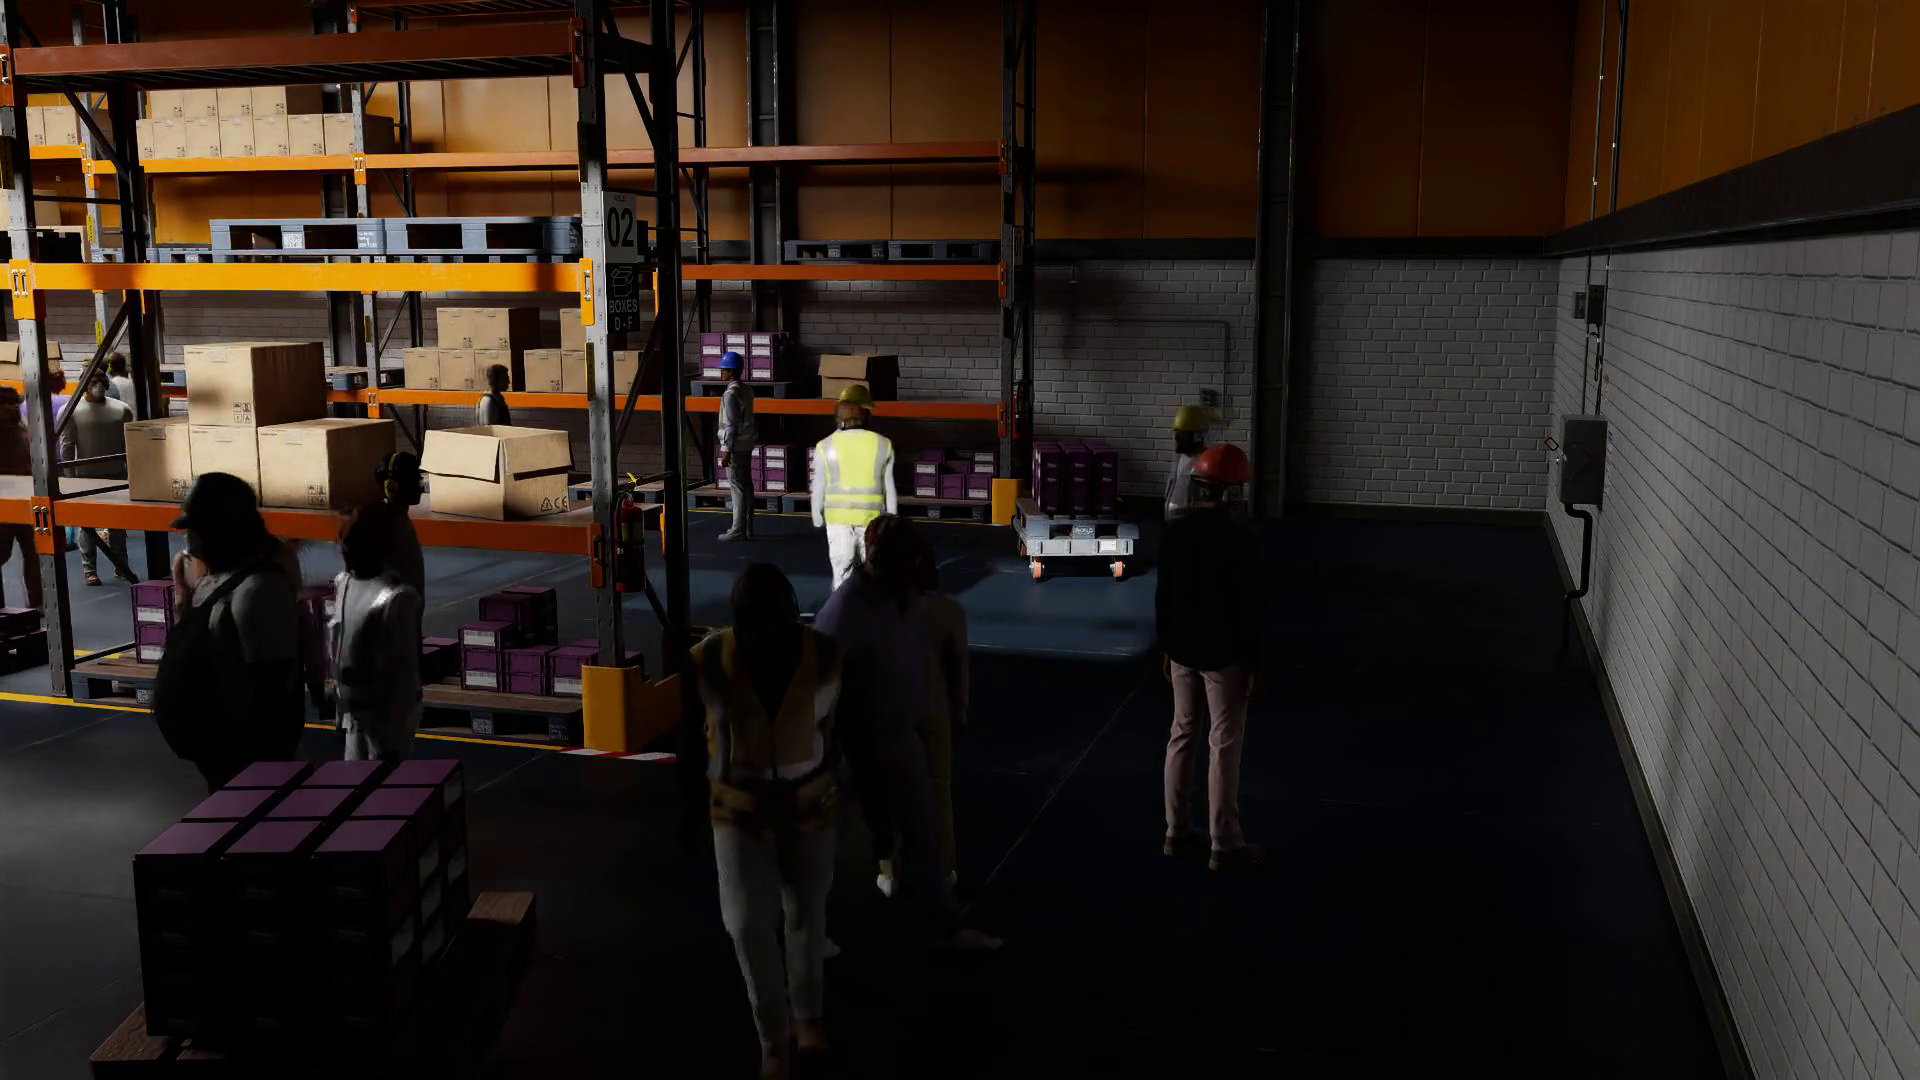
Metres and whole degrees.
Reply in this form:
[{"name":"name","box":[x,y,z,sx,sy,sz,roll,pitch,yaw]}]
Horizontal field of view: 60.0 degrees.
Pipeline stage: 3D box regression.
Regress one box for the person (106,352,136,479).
[{"name":"person","box":[-9.691,-1.228,19.090,0.913,1.830,0.554,5,11,30]}]

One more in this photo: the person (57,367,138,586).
[{"name":"person","box":[-7.637,-0.574,14.790,0.372,1.940,0.630,8,13,42]}]

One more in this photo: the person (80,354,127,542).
[{"name":"person","box":[-8.774,-0.943,17.037,0.372,1.940,0.630,-2,10,-14]}]

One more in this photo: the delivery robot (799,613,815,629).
[{"name":"delivery robot","box":[-0.991,0.719,10.826,0.477,0.478,0.707,-8,12,-39]}]

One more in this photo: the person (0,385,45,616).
[{"name":"person","box":[-7.646,-0.303,13.298,0.749,1.883,0.650,3,10,20]}]

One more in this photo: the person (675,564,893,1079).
[{"name":"person","box":[-0.597,0.973,5.725,0.751,1.809,0.647,-2,9,-10]}]

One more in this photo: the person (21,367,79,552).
[{"name":"person","box":[-8.881,-0.791,16.439,0.583,1.830,0.499,0,9,-1]}]

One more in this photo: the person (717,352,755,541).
[{"name":"person","box":[-2.300,-0.960,17.111,0.387,1.948,0.601,2,9,10]}]

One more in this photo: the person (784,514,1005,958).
[{"name":"person","box":[-0.299,0.809,6.668,0.979,1.844,0.692,6,11,30]}]

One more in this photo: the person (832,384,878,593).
[{"name":"person","box":[-0.811,-0.231,12.731,0.382,1.924,0.594,1,9,5]}]

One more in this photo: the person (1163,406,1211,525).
[{"name":"person","box":[1.622,-0.055,11.974,0.497,1.819,0.619,-3,10,-18]}]

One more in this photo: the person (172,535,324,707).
[{"name":"person","box":[-3.299,0.627,7.638,0.612,1.873,0.742,1,9,7]}]

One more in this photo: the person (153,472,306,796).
[{"name":"person","box":[-2.833,0.740,6.465,0.535,2.000,0.704,-6,11,-32]}]

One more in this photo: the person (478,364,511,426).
[{"name":"person","box":[-4.635,-0.875,16.945,0.597,1.827,0.551,0,9,2]}]

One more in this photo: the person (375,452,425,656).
[{"name":"person","box":[-2.878,0.471,8.630,0.312,1.869,0.538,-2,9,-10]}]

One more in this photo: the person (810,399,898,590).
[{"name":"person","box":[-0.800,-0.153,12.590,0.673,1.817,0.430,-2,9,-10]}]

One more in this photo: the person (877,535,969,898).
[{"name":"person","box":[-0.213,0.785,7.429,0.507,1.631,0.266,-1,9,-5]}]

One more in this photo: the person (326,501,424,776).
[{"name":"person","box":[-2.393,0.766,6.855,0.338,1.872,0.624,-9,13,-42]}]

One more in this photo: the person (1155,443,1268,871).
[{"name":"person","box":[1.197,0.540,7.824,0.396,1.993,0.617,-8,12,-40]}]
